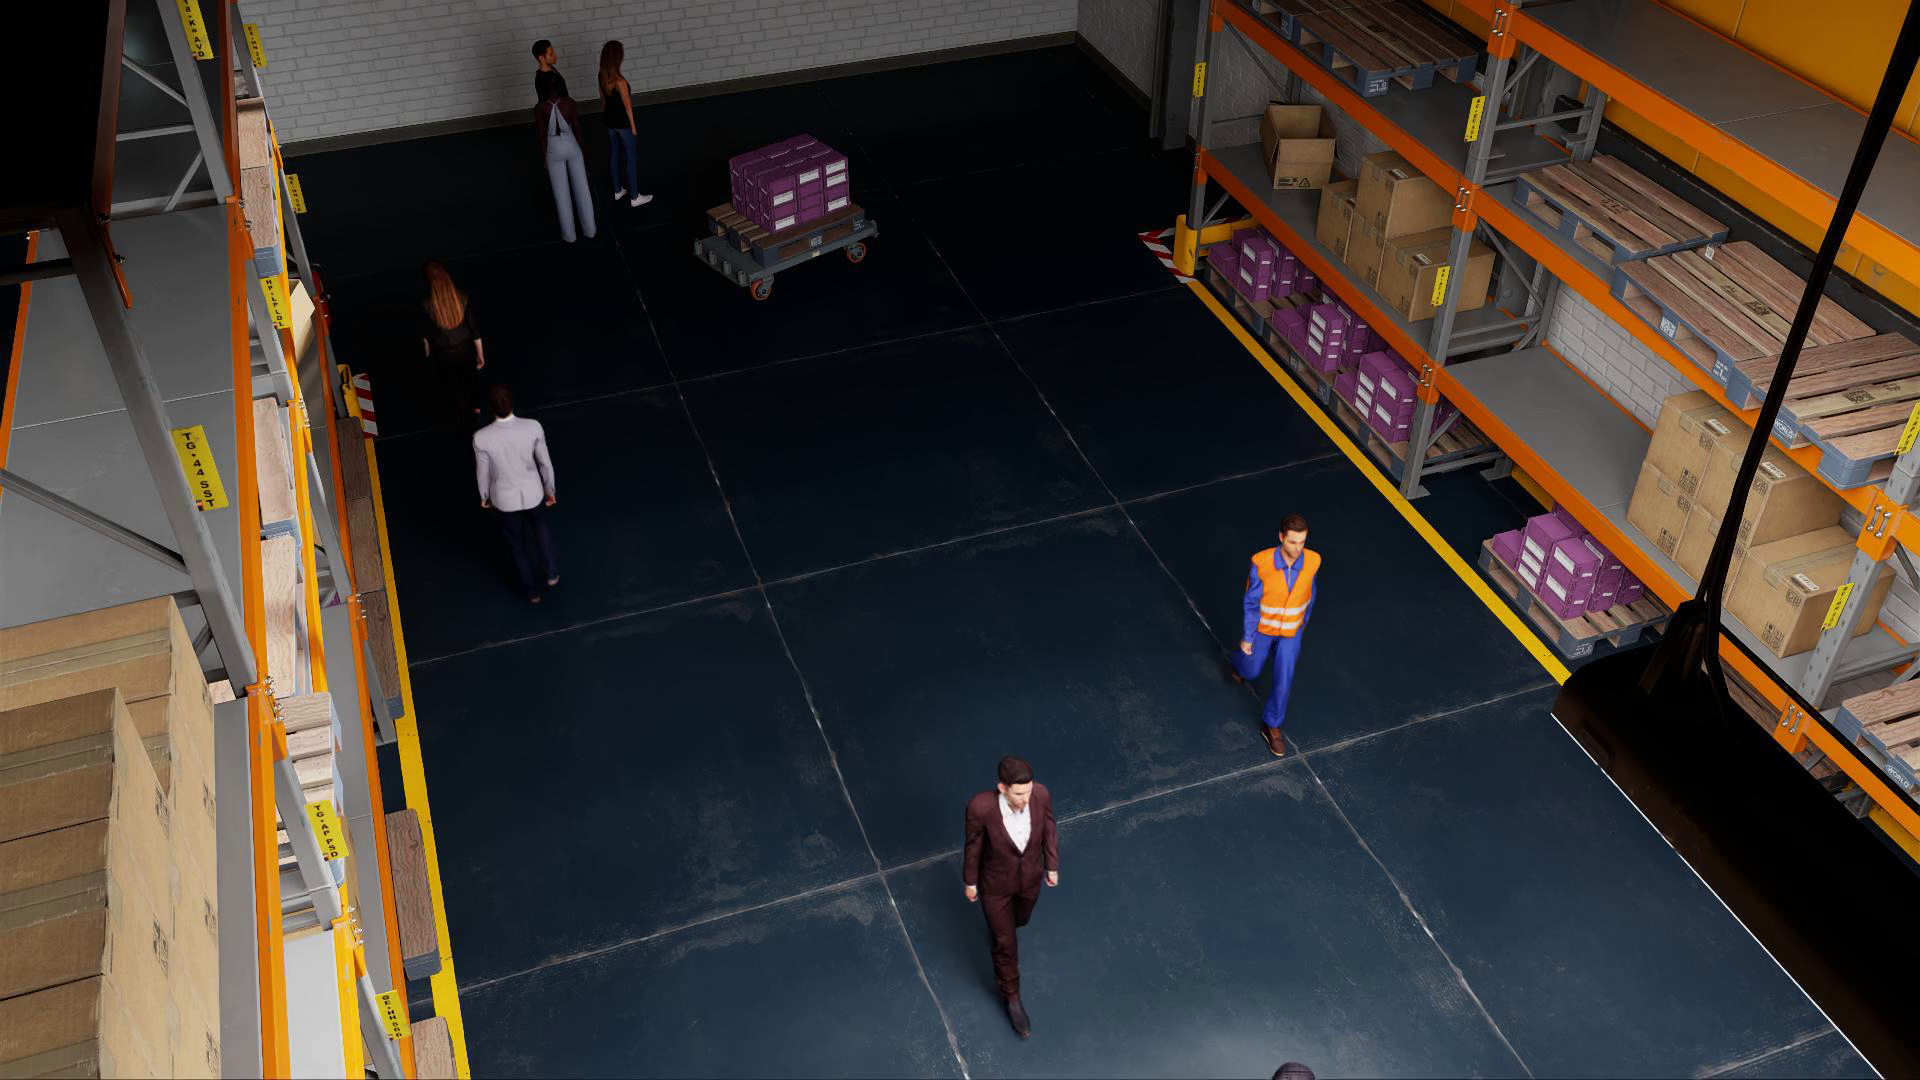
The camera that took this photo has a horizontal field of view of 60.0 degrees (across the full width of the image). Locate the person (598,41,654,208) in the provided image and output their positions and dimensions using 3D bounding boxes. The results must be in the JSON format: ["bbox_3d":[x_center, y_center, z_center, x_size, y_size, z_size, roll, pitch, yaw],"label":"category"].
[{"bbox_3d":[-3.519,-4.304,17.170,0.611,1.721,0.726,27,46,30],"label":"person"}]

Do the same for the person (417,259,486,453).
[{"bbox_3d":[-4.131,-1.462,13.646,0.674,1.677,0.973,-18,42,-21],"label":"person"}]

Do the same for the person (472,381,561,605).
[{"bbox_3d":[-3.177,-0.283,12.043,0.721,1.837,0.666,-20,43,-23],"label":"person"}]

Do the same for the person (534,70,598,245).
[{"bbox_3d":[-3.928,-3.792,16.480,0.599,1.783,0.526,-18,42,-21],"label":"person"}]

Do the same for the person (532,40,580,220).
[{"bbox_3d":[-4.114,-4.195,16.923,0.746,1.859,0.545,-4,39,-5],"label":"person"}]

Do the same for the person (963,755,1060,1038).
[{"bbox_3d":[0.266,1.844,9.378,0.727,1.838,1.012,-15,41,-18],"label":"person"}]

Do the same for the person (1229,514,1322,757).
[{"bbox_3d":[2.051,0.528,11.022,0.834,1.843,1.134,-5,39,-6],"label":"person"}]
